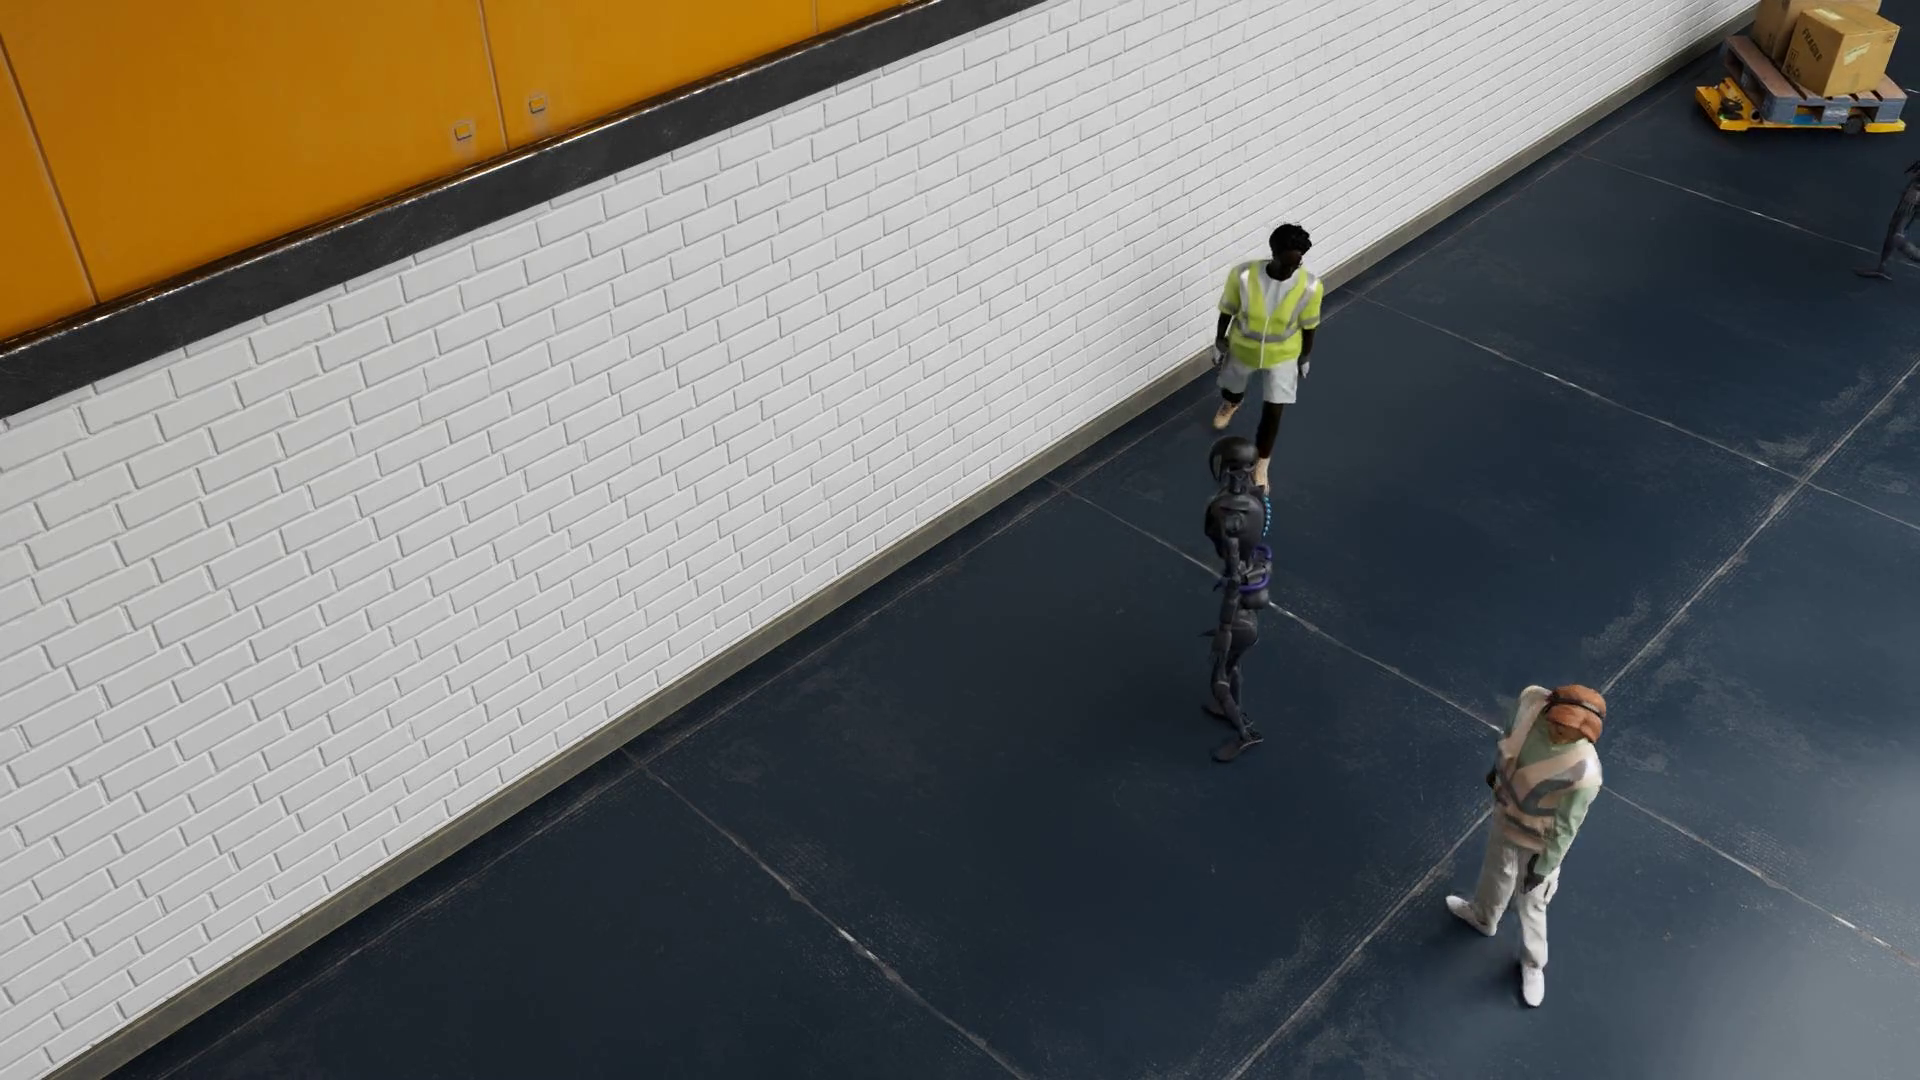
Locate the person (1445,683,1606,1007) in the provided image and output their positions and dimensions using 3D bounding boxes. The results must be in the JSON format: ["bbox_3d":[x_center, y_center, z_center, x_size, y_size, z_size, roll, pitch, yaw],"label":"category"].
[{"bbox_3d":[2.207,1.099,6.474,0.325,1.610,0.614,-7,39,-9],"label":"person"}]

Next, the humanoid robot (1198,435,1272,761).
[{"bbox_3d":[1.248,0.250,7.480,0.392,1.639,0.608,6,39,8],"label":"humanoid robot"}]

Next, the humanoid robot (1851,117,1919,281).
[{"bbox_3d":[6.338,-2.374,10.759,0.526,1.640,0.610,19,42,22],"label":"humanoid robot"}]

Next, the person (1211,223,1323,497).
[{"bbox_3d":[1.687,-1.108,9.184,0.554,1.658,0.685,8,39,10],"label":"person"}]

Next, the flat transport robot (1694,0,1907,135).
[{"bbox_3d":[6.699,-3.484,13.275,1.431,0.231,0.659,1,39,2],"label":"flat transport robot"}]
